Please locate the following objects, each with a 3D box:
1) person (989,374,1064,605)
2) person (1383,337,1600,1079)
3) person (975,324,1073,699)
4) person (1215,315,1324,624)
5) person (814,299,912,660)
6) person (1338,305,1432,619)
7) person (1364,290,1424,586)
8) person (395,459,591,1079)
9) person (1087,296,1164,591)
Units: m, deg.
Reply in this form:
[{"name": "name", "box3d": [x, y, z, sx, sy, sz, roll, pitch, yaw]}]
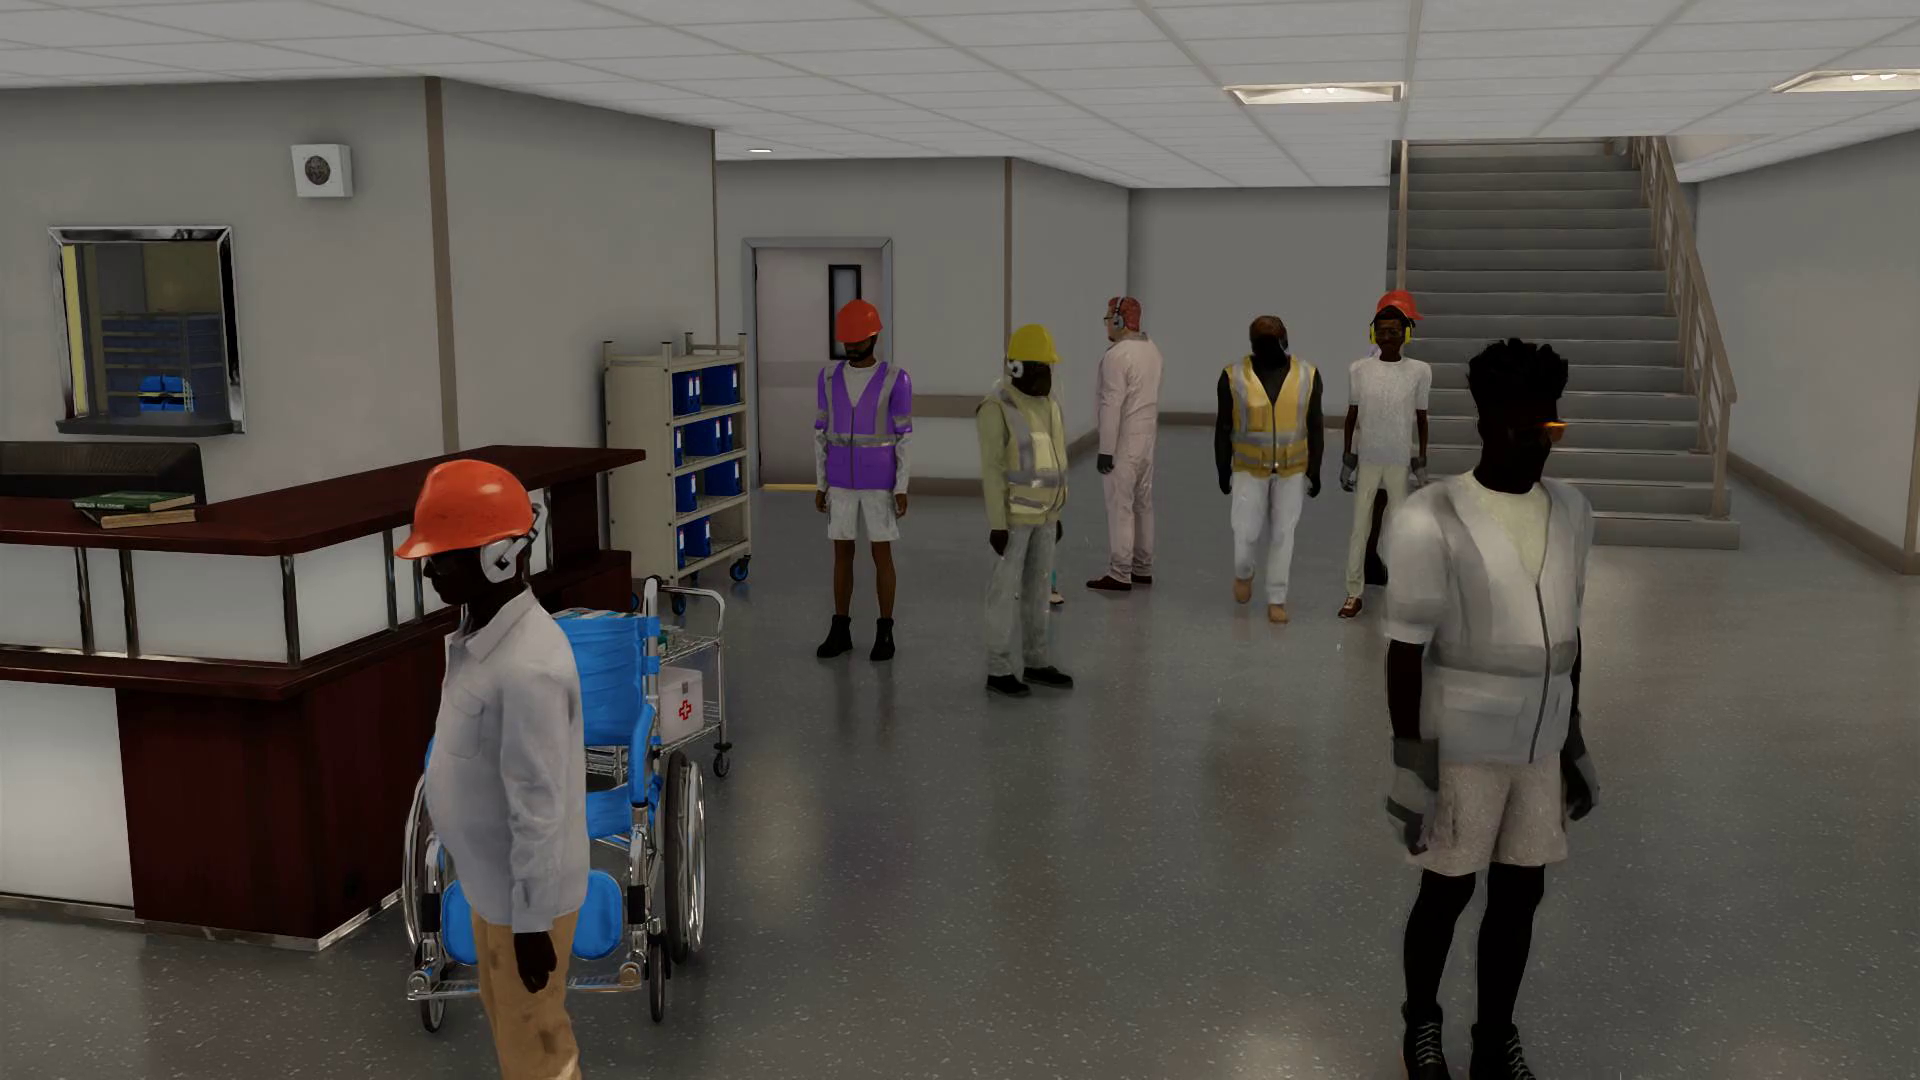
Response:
[{"name": "person", "box3d": [0.432, -0.456, 10.289, 0.560, 1.730, 0.728, -4, 11, -23]}, {"name": "person", "box3d": [1.332, 0.483, 4.116, 0.654, 1.964, 0.420, -4, 10, -23]}, {"name": "person", "box3d": [0.327, -0.144, 8.190, 0.403, 1.829, 0.594, 8, 12, 38]}, {"name": "person", "box3d": [1.831, -0.425, 9.878, 0.632, 1.819, 0.513, 1, 10, 3]}, {"name": "person", "box3d": [-0.530, -0.312, 8.884, 0.543, 1.928, 0.372, 3, 10, 16]}, {"name": "person", "box3d": [2.515, -0.450, 9.859, 0.518, 1.874, 0.330, 3, 10, 17]}, {"name": "person", "box3d": [2.828, -0.672, 10.974, 0.374, 1.935, 0.552, 2, 10, 9]}, {"name": "person", "box3d": [-0.966, 0.694, 3.496, 0.353, 1.743, 0.564, -5, 11, -25]}, {"name": "person", "box3d": [1.064, -0.626, 10.825, 0.398, 1.899, 0.650, 6, 11, 32]}]
